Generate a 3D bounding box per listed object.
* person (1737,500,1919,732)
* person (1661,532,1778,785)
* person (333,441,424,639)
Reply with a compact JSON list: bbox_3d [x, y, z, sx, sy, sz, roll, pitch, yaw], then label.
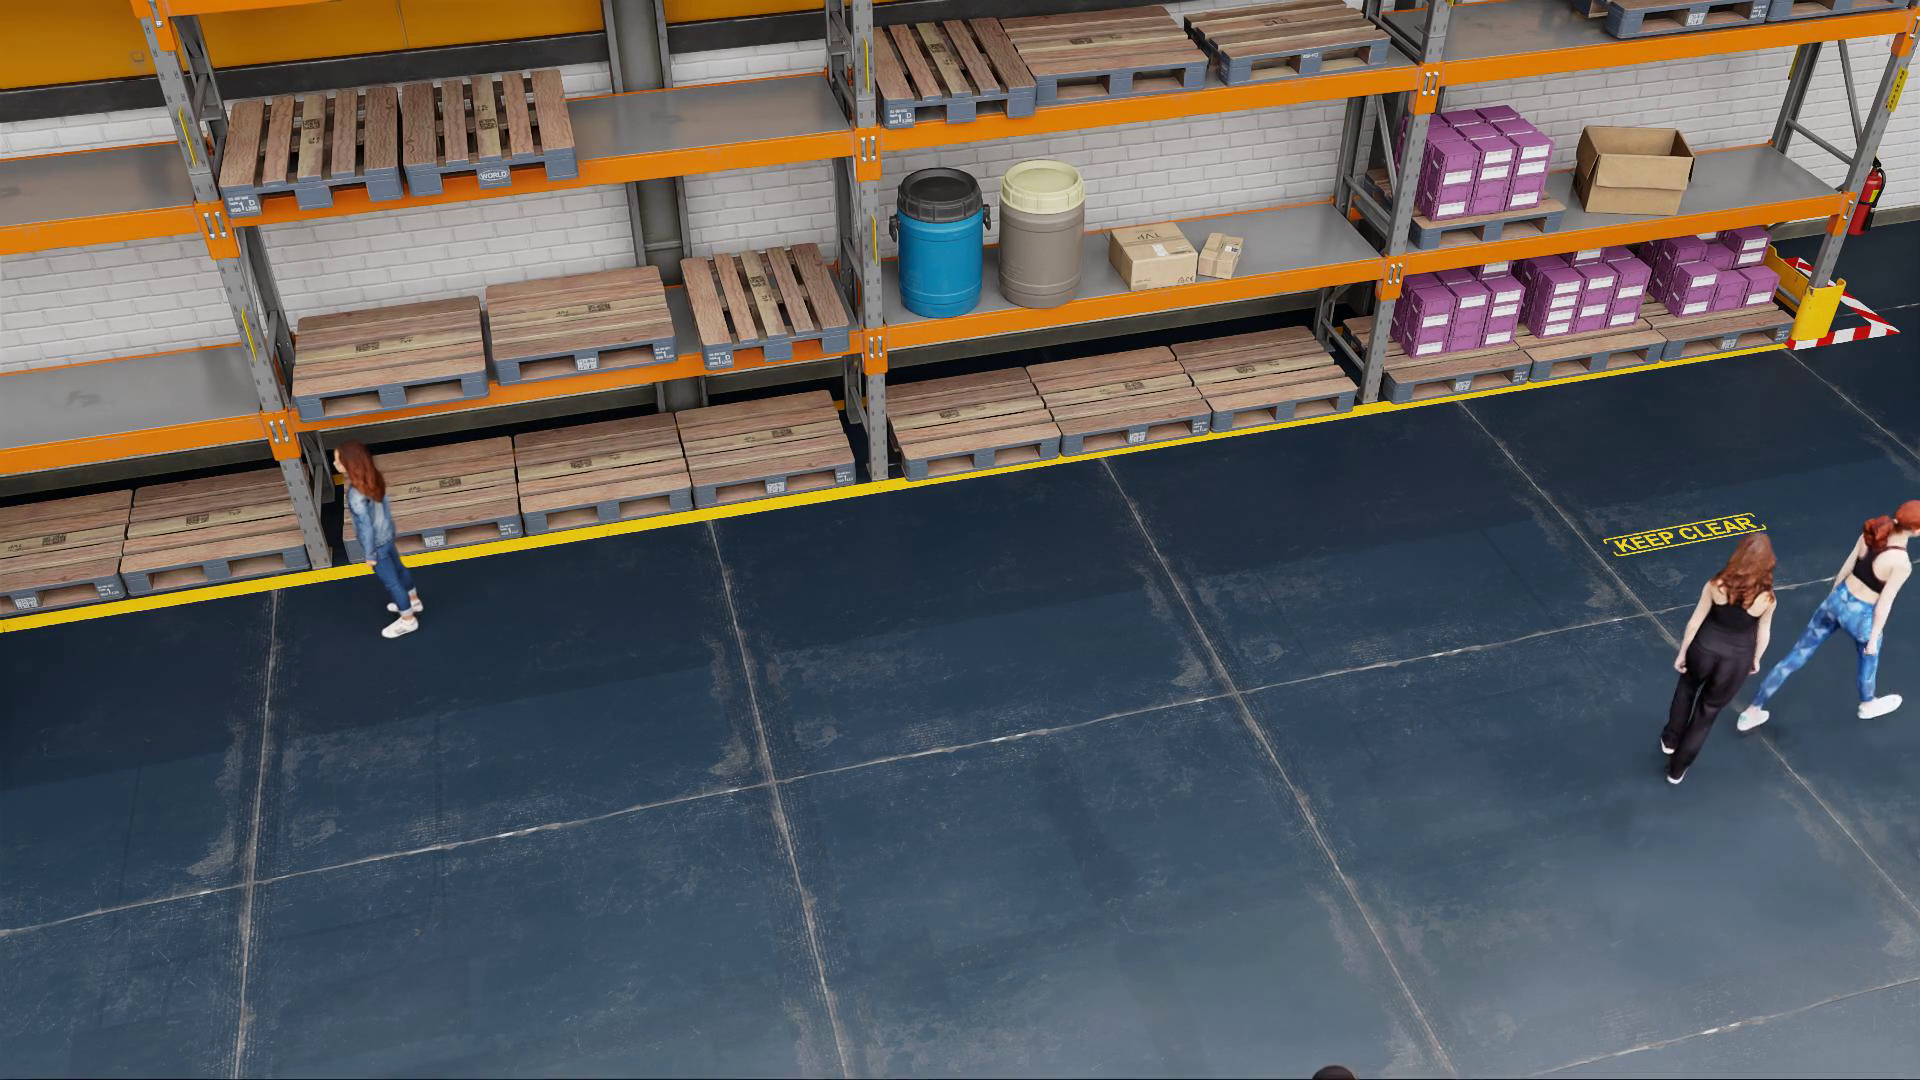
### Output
[{"bbox_3d":[5.179,0.545,9.837,1.249,1.703,0.558,-12,40,-14],"label":"person"},{"bbox_3d":[4.334,0.744,9.561,0.789,1.727,0.851,22,44,26],"label":"person"},{"bbox_3d":[-3.749,-0.030,10.736,0.522,1.471,0.586,-5,39,-6],"label":"person"}]
